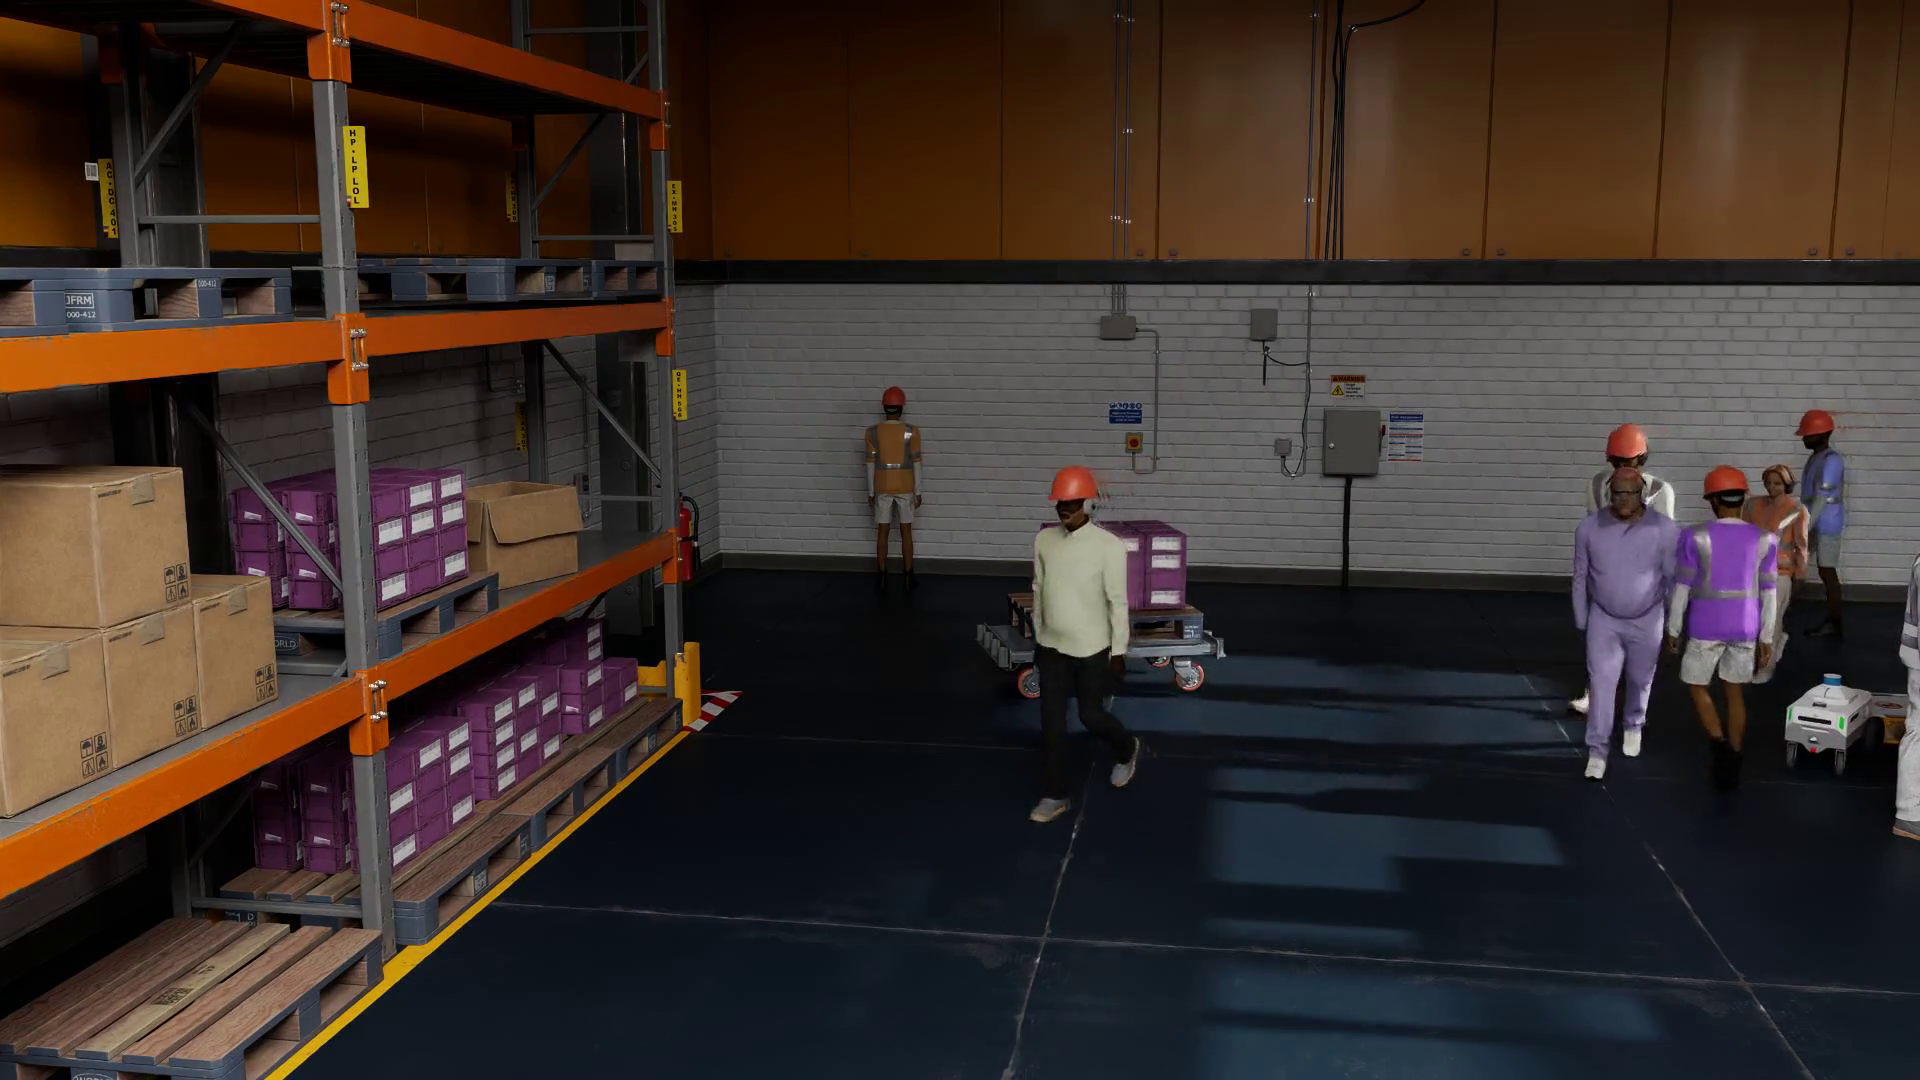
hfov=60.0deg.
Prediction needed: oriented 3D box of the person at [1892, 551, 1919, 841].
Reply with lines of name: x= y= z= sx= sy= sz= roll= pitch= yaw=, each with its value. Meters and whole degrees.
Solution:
person: x=5.222 y=0.664 z=8.886 sx=0.353 sy=1.883 sz=0.578 roll=7 pitch=11 yaw=36

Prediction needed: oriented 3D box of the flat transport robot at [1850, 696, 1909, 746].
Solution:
flat transport robot: x=6.224 y=1.167 z=10.742 sx=1.431 sy=0.197 sz=0.652 roll=1 pitch=9 yaw=7

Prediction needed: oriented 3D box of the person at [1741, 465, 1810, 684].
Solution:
person: x=6.034 y=0.238 z=12.305 sx=0.539 sy=1.619 sz=0.538 roll=-6 pitch=11 yaw=-31

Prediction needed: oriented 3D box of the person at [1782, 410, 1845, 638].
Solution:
person: x=6.946 y=-0.122 z=13.704 sx=0.833 sy=1.896 sz=0.541 roll=1 pitch=9 yaw=6

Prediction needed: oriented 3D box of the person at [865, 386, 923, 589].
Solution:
person: x=-0.626 y=-0.494 z=15.862 sx=0.545 sy=1.938 sz=0.355 roll=1 pitch=9 yaw=4

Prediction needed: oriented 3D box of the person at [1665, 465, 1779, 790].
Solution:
person: x=4.454 y=0.529 z=9.671 sx=0.594 sy=1.904 sz=0.662 roll=1 pitch=9 yaw=6

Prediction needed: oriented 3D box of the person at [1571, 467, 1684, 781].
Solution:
person: x=4.061 y=0.475 z=10.142 sx=0.650 sy=1.866 sz=0.981 roll=4 pitch=10 yaw=23

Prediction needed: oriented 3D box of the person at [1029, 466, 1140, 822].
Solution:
person: x=0.695 y=0.552 z=9.311 sx=0.621 sy=1.973 sz=0.783 roll=7 pitch=12 yaw=38

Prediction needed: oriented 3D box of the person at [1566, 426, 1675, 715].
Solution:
person: x=4.502 y=0.221 z=11.283 sx=0.644 sy=1.979 sz=1.014 roll=8 pitch=12 yaw=41

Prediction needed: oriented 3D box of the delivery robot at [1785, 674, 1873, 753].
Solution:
delivery robot: x=5.338 y=1.065 z=10.210 sx=0.477 sy=0.478 sz=0.707 roll=8 pitch=12 yaw=40
